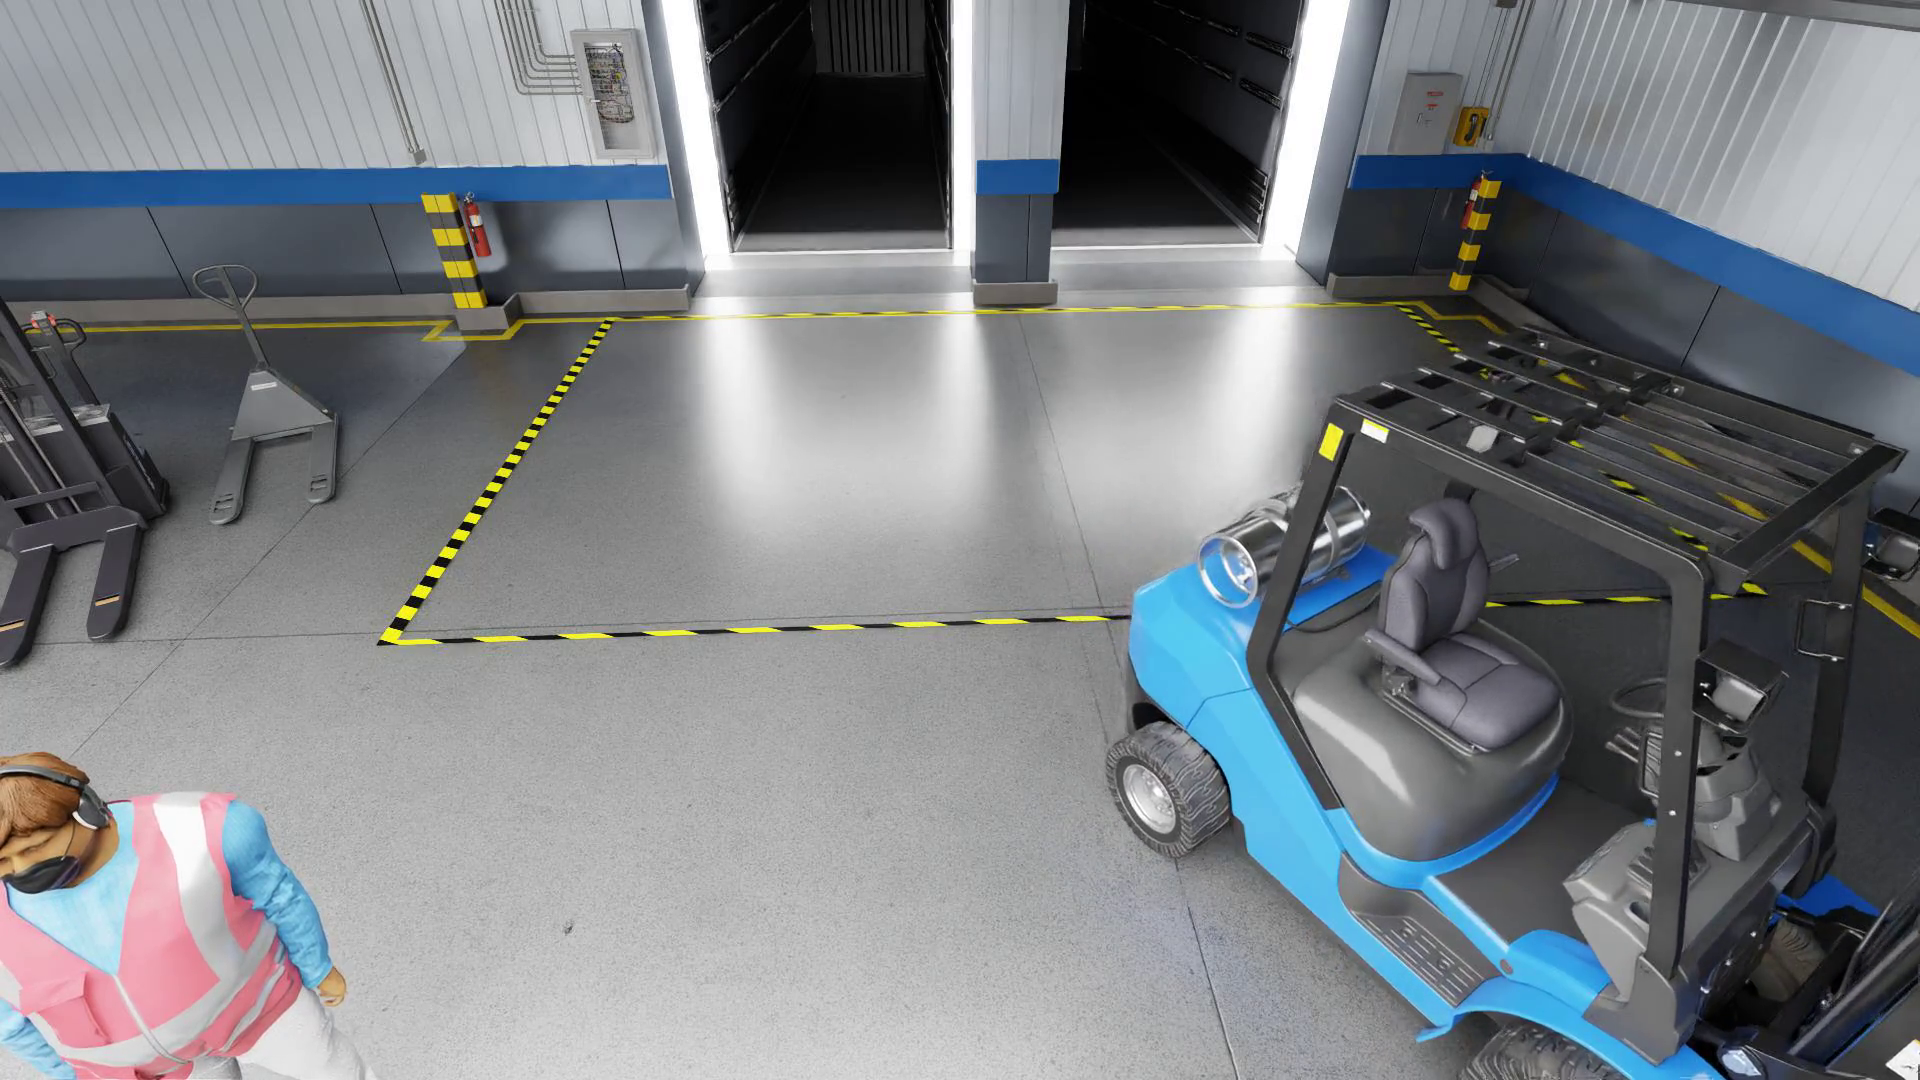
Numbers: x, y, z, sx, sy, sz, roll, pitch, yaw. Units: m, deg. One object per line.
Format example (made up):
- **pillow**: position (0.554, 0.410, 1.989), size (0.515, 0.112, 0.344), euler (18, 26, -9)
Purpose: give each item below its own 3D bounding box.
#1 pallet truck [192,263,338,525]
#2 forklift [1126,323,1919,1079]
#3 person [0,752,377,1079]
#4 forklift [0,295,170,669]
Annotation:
- **pallet truck**: position (-4.778, -1.027, 6.128), size (0.680, 1.201, 1.601), euler (-17, 38, -23)
- **forklift**: position (1.796, 0.515, 2.940), size (1.157, 2.036, 2.680), euler (-21, 40, -27)
- **person**: position (-1.950, 1.229, 2.359), size (0.619, 1.845, 0.431), euler (-21, 40, -27)
- **forklift**: position (-5.212, -0.618, 4.878), size (0.823, 1.965, 1.885), euler (-20, 39, -26)
